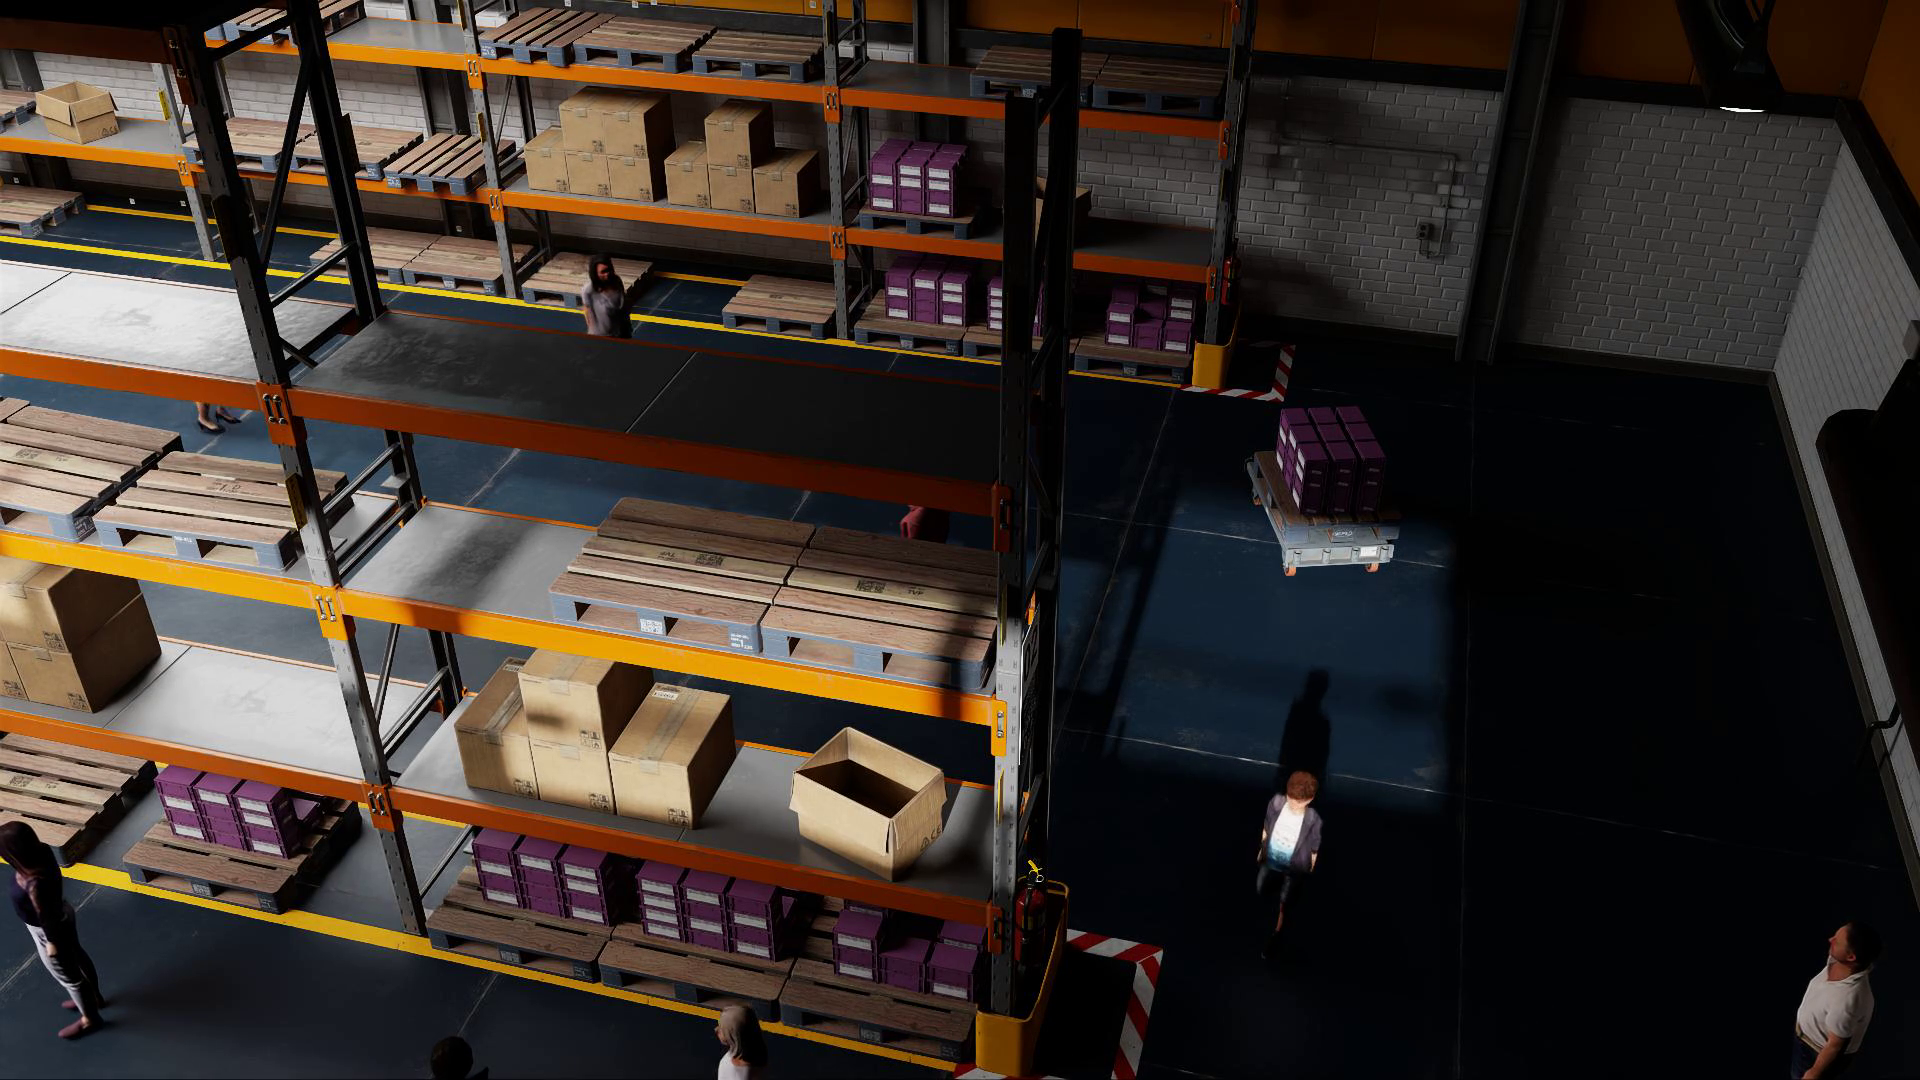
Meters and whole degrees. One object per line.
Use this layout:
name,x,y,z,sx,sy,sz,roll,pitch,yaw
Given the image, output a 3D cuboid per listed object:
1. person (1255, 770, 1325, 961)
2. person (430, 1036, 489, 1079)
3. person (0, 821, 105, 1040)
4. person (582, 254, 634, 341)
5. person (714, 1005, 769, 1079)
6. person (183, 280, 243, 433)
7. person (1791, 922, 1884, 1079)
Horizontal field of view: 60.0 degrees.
person,2.106,2.006,10.604,0.792,1.438,0.759,22,39,29
person,-2.537,3.202,8.604,0.589,1.660,0.660,25,41,32
person,-5.457,2.315,9.984,0.734,1.609,0.690,-14,36,-20
person,-3.544,-2.151,16.717,0.855,1.594,0.964,-29,43,-36
person,-1.026,3.042,8.779,0.999,1.732,0.751,-2,34,-2
person,-7.371,-1.760,16.091,0.796,1.634,0.799,-7,34,-10
person,4.709,2.779,9.065,0.626,1.853,0.707,15,37,22
